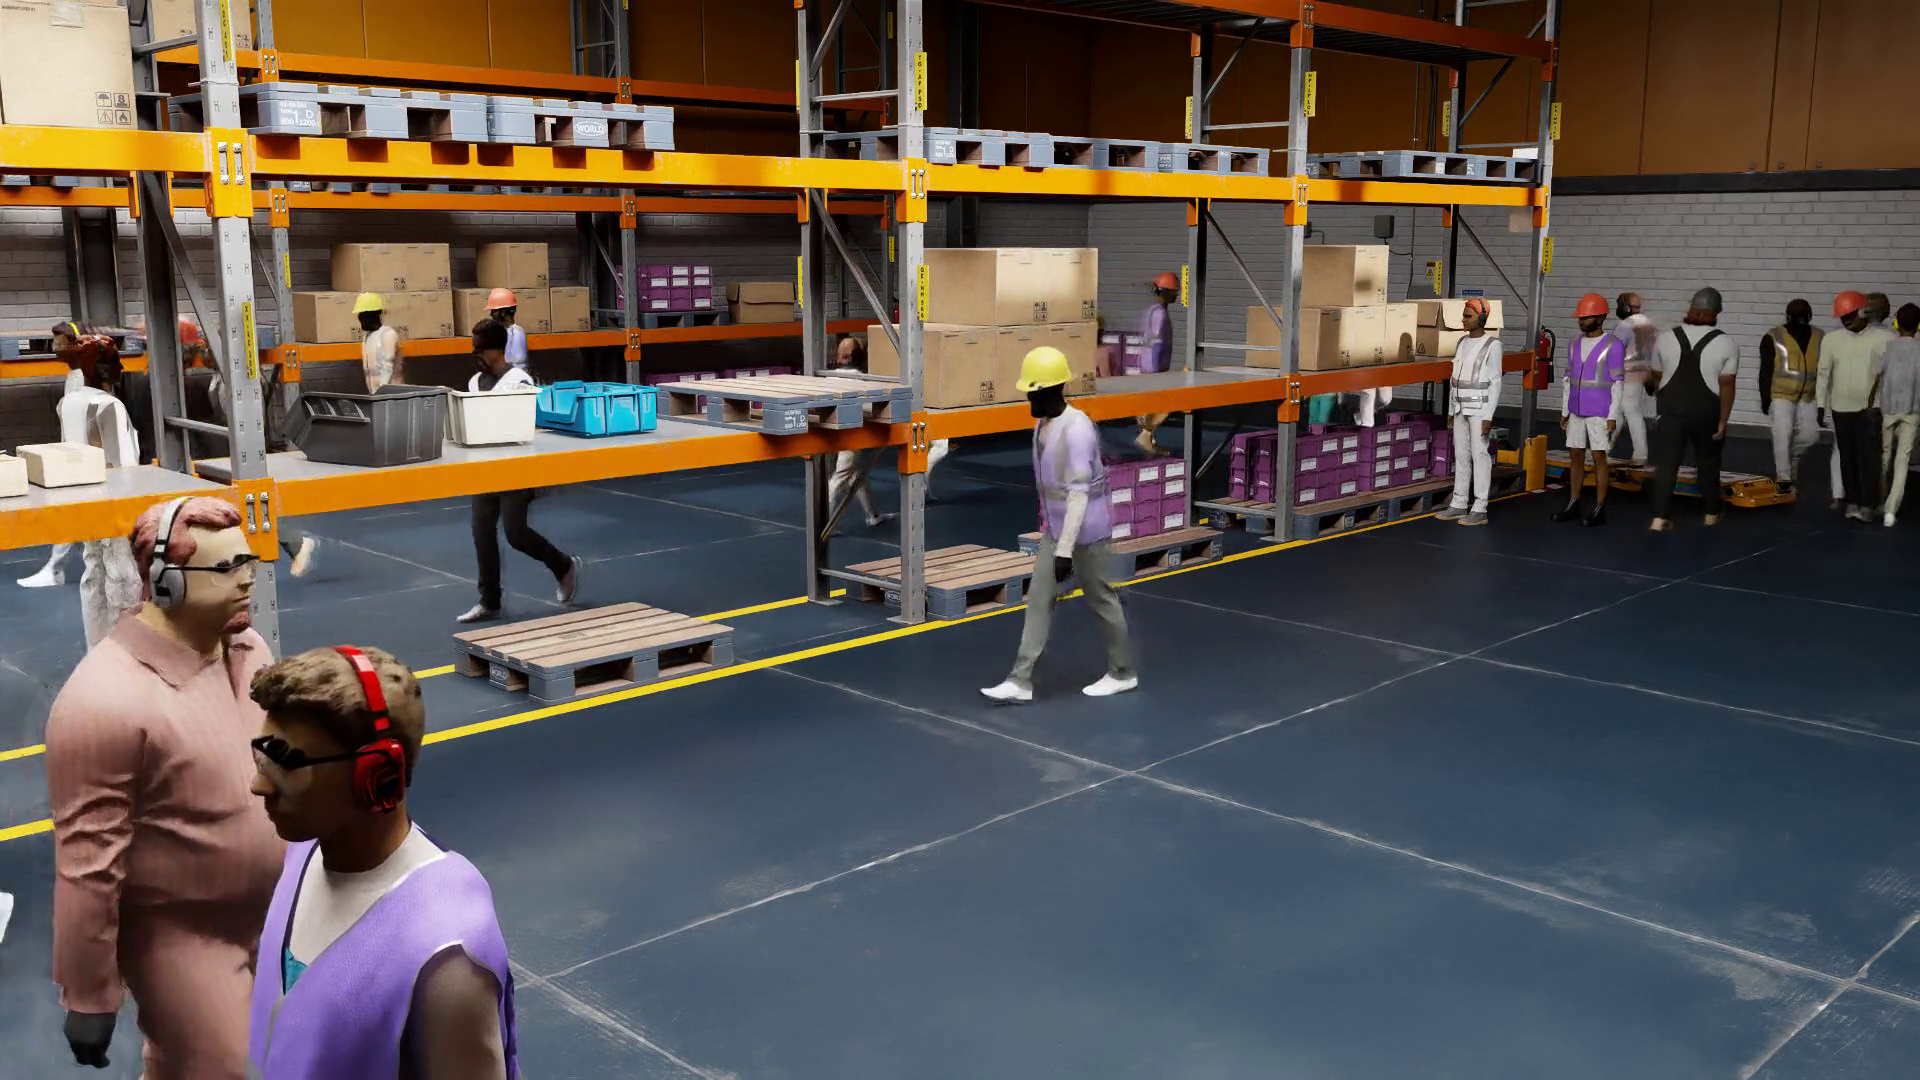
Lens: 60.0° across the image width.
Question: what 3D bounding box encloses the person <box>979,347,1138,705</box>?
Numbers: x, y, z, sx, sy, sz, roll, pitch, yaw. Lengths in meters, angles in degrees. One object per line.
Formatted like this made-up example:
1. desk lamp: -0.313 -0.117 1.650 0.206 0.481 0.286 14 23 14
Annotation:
1. person: 0.530 -0.054 8.460 0.995 1.845 0.596 -5 11 -24

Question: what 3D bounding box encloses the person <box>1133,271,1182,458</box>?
1. person: 2.170 -1.866 17.893 0.449 2.026 0.604 0 10 0

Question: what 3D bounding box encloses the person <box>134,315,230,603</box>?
1. person: -4.712 -0.381 10.024 0.611 1.942 1.060 8 13 37

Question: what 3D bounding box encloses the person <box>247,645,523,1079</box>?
1. person: -0.835 1.046 2.463 0.389 1.848 0.567 -9 14 -42

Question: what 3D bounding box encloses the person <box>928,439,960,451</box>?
1. person: -0.261 -1.969 18.658 0.370 1.941 0.627 -7 12 -32

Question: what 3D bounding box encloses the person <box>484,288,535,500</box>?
1. person: -4.083 -1.311 15.092 0.376 1.932 0.543 -5 11 -25

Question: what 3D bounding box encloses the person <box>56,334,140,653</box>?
1. person: -4.566 -0.157 8.931 0.573 1.883 0.355 7 13 34

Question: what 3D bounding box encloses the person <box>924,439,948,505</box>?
1. person: -0.342 -1.106 14.794 0.536 1.618 0.424 7 13 34

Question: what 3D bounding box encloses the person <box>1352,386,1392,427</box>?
1. person: 4.704 -2.025 19.102 0.649 1.890 0.564 -6 12 -29

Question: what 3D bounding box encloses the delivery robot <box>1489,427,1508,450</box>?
1. delivery robot: 5.324 -1.079 17.328 0.477 0.478 0.707 -9 14 -42

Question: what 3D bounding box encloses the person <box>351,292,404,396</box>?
1. person: -5.456 -1.356 15.510 0.596 1.871 0.999 9 14 41

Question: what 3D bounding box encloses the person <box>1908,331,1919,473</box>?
1. person: 9.825 -1.503 16.942 0.307 1.637 0.525 5 11 24

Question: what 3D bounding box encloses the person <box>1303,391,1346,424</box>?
1. person: 3.612 -1.416 16.194 0.658 1.745 0.526 -5 12 -27

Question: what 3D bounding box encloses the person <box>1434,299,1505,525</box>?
1. person: 4.269 -1.065 13.888 0.356 1.882 0.574 -4 11 -20

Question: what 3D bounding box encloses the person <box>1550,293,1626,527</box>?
1. person: 5.209 -1.076 13.797 0.374 1.933 0.550 -6 12 -30

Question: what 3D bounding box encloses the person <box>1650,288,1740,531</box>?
1. person: 6.013 -1.096 13.619 0.691 2.000 1.010 8 13 38

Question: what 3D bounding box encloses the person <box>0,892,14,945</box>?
1. person: -3.383 0.607 5.168 0.574 1.727 0.499 -5 11 -25

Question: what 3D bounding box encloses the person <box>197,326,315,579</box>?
1. person: -4.832 -0.549 11.262 0.667 1.814 0.521 -8 13 -36

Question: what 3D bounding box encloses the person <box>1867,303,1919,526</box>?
1. person: 7.927 -1.058 13.997 0.504 1.823 0.896 7 12 33

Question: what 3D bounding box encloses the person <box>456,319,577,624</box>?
1. person: -2.825 -0.444 10.469 0.598 1.892 0.769 8 13 38

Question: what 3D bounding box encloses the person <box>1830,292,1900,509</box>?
1. person: 8.078 -1.235 14.762 0.946 1.897 0.641 -7 13 -35

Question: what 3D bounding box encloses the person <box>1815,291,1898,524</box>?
1. person: 7.523 -1.111 13.999 0.635 1.934 0.857 9 14 41

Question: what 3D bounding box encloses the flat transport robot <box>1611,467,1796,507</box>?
1. flat transport robot: 6.807 -0.513 15.268 0.652 0.197 1.431 -7 13 -34

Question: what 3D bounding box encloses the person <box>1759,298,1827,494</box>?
1. person: 7.795 -1.349 15.599 0.640 1.824 0.507 0 10 1

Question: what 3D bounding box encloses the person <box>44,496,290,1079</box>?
1. person: -1.519 0.834 3.585 0.965 1.861 0.673 1 10 4

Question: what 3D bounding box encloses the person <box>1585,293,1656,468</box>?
1. person: 6.889 -1.673 17.406 0.889 1.801 0.653 10 14 43

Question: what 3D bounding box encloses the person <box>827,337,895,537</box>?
1. person: -0.869 -0.837 13.443 0.890 1.587 0.522 -8 13 -37

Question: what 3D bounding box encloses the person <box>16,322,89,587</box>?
1. person: -6.024 -0.598 11.527 0.541 1.827 0.975 10 15 44

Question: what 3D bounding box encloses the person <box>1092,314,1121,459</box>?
1. person: 1.267 -1.250 15.382 0.915 1.721 0.512 -5 12 -25

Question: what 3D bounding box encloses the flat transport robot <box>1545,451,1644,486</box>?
1. flat transport robot: 5.989 -0.729 16.447 0.652 0.197 1.431 -5 12 -27
